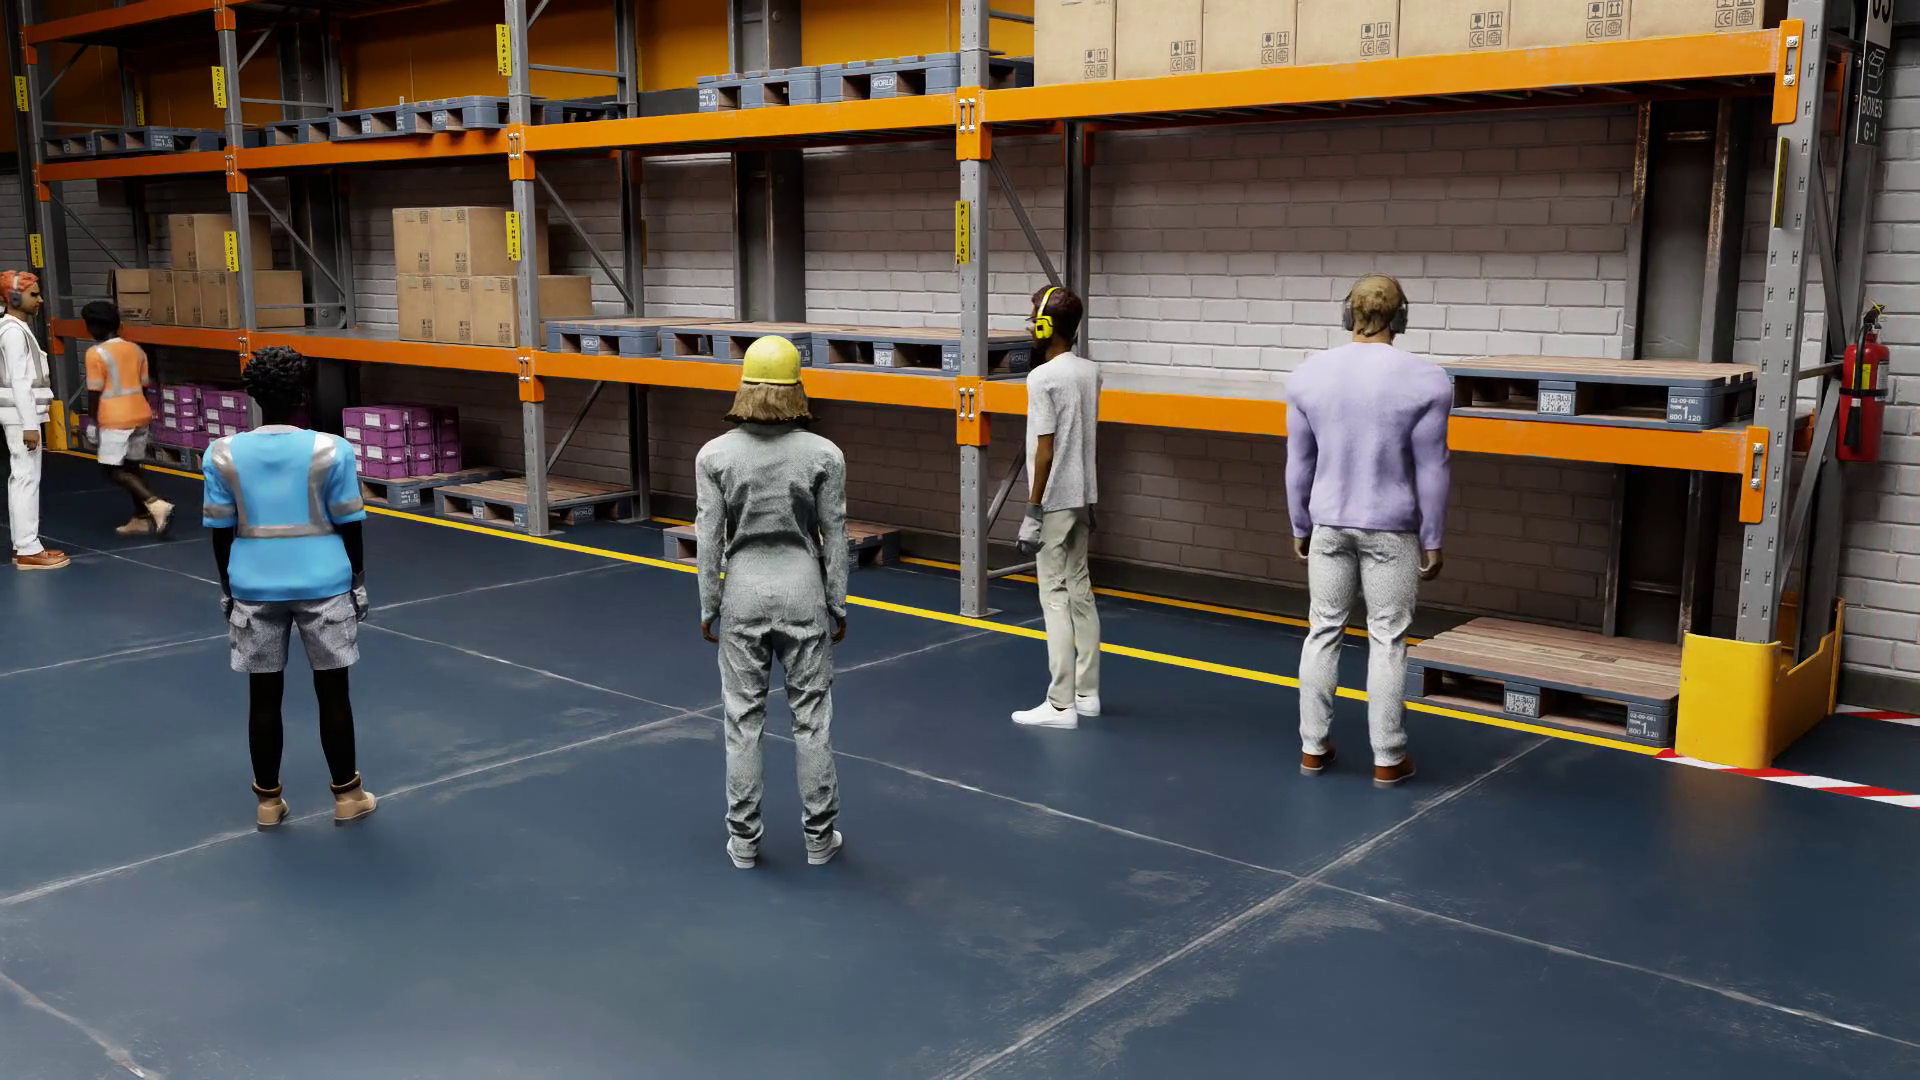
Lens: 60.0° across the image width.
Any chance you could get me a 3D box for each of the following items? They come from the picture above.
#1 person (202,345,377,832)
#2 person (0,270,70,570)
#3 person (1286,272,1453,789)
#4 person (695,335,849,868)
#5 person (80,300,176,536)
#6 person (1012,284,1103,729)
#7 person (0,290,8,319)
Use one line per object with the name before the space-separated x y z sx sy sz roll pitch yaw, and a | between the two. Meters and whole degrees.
person | -2.313 0.176 5.767 0.532 1.693 0.319 -1 10 -8
person | -5.922 -0.757 10.536 0.337 1.882 0.584 -6 12 -32
person | 1.529 -0.032 6.280 0.627 1.932 0.358 6 12 30
person | -0.608 0.207 5.447 0.494 1.743 0.308 -1 10 -5
person | -5.704 -0.815 11.473 0.569 1.668 0.554 2 10 9
person | 0.413 -0.135 7.038 0.319 1.870 0.521 7 12 35
person | -9.095 -1.559 15.817 0.282 1.633 0.501 9 13 42
